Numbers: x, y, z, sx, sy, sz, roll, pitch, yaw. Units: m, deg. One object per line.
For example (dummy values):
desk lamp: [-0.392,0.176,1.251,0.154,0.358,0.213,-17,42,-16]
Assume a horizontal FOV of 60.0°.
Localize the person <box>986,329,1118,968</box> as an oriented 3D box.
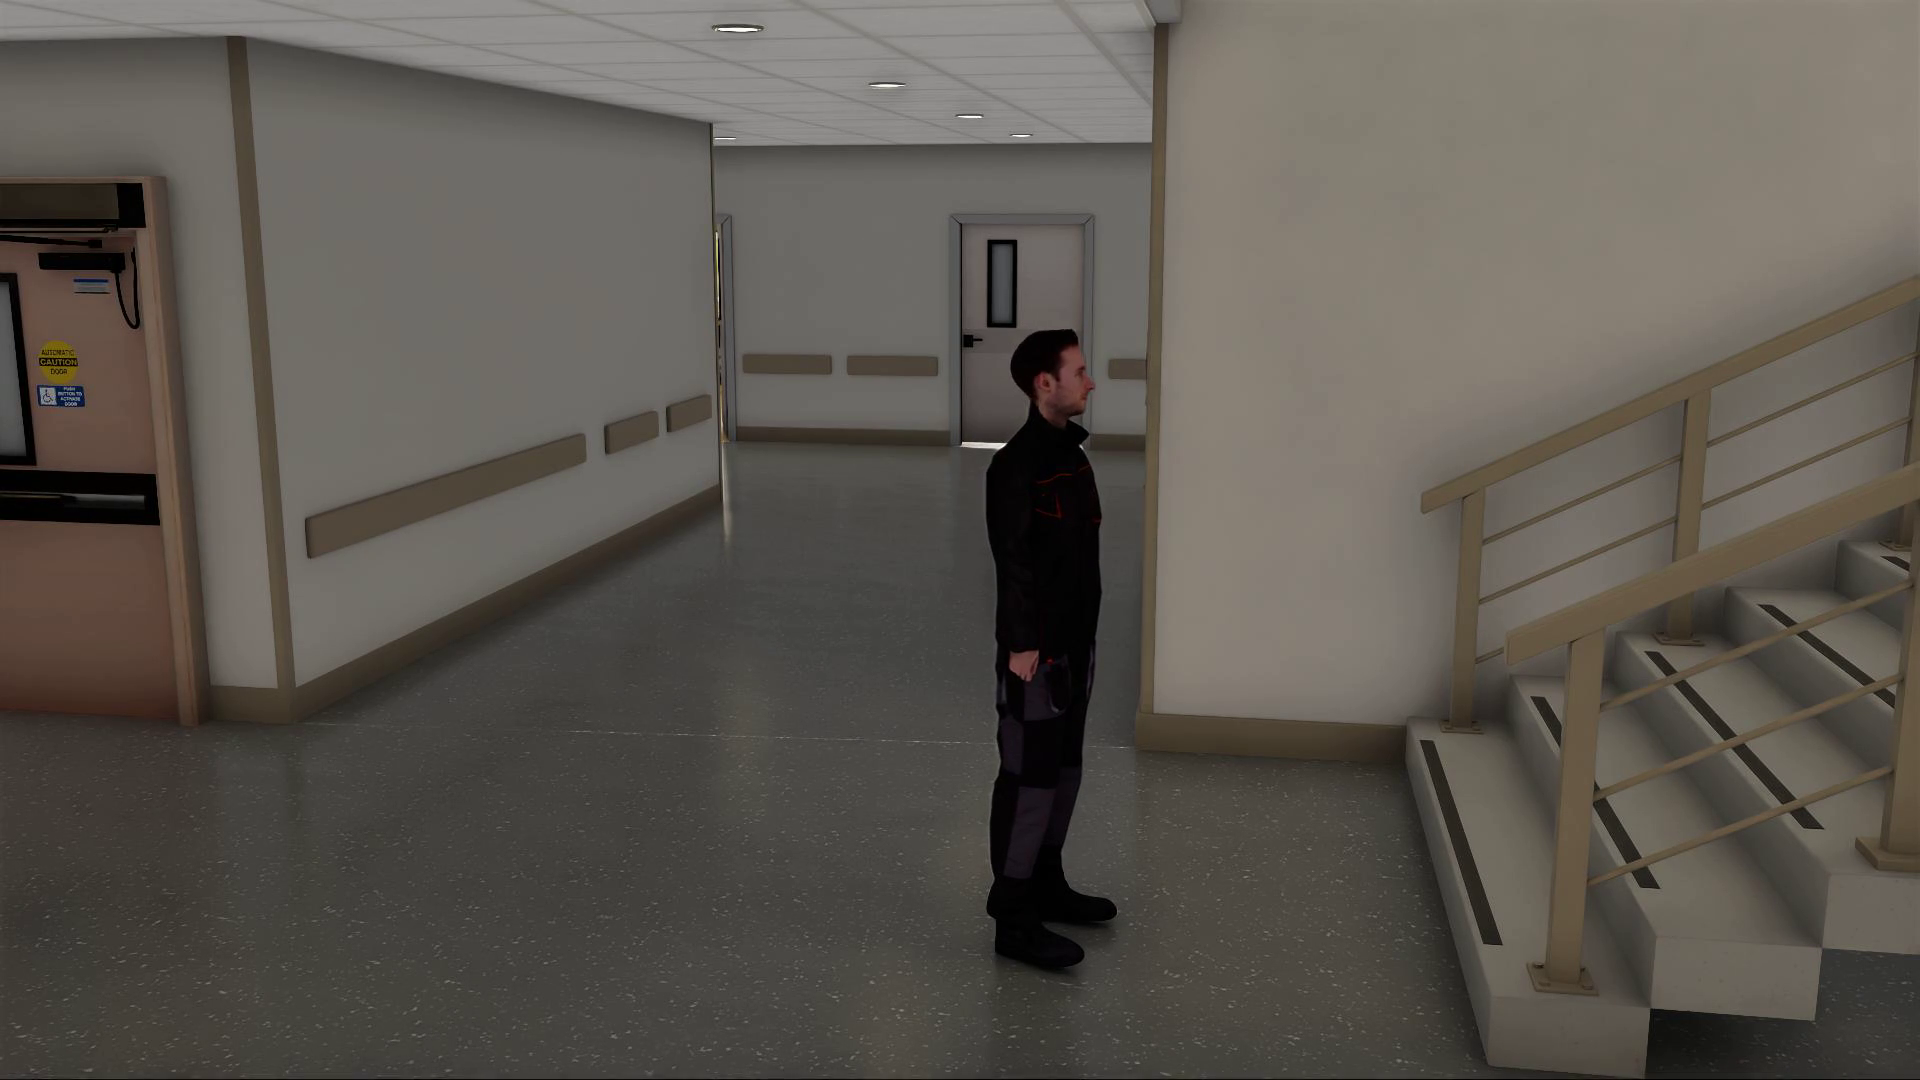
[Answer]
person: [0.272,0.309,5.083,0.664,1.917,0.740,5,12,22]
